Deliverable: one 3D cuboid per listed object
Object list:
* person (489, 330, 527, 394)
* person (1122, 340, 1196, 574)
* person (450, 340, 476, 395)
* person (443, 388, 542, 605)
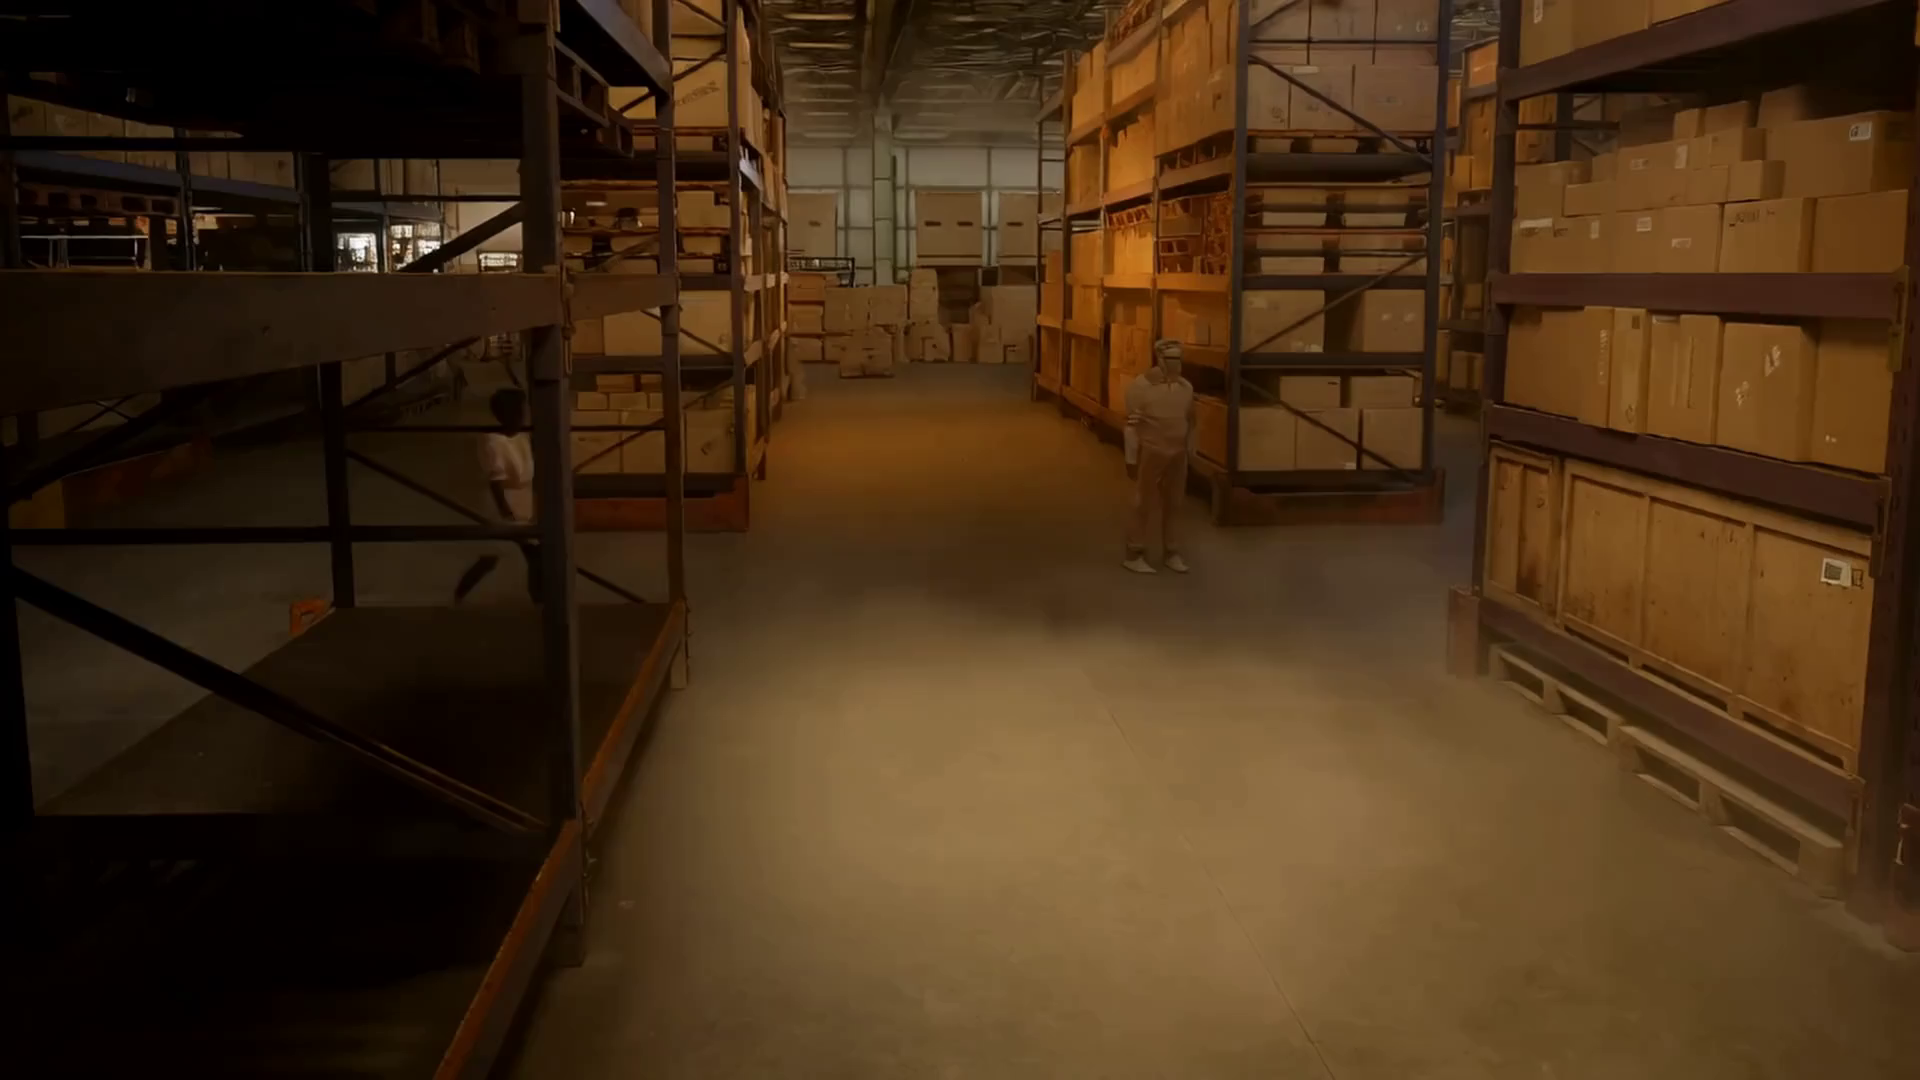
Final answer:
[{"bbox_3d":[-8.656,-3.584,31.919,0.938,1.842,0.609,7,11,36],"label":"person"},{"bbox_3d":[1.630,-0.669,13.434,0.660,1.890,0.397,-5,10,-28],"label":"person"},{"bbox_3d":[-10.079,-3.716,33.342,0.853,1.641,0.585,3,9,16],"label":"person"},{"bbox_3d":[-3.104,-0.197,11.184,0.837,1.670,0.522,3,9,17],"label":"person"}]
